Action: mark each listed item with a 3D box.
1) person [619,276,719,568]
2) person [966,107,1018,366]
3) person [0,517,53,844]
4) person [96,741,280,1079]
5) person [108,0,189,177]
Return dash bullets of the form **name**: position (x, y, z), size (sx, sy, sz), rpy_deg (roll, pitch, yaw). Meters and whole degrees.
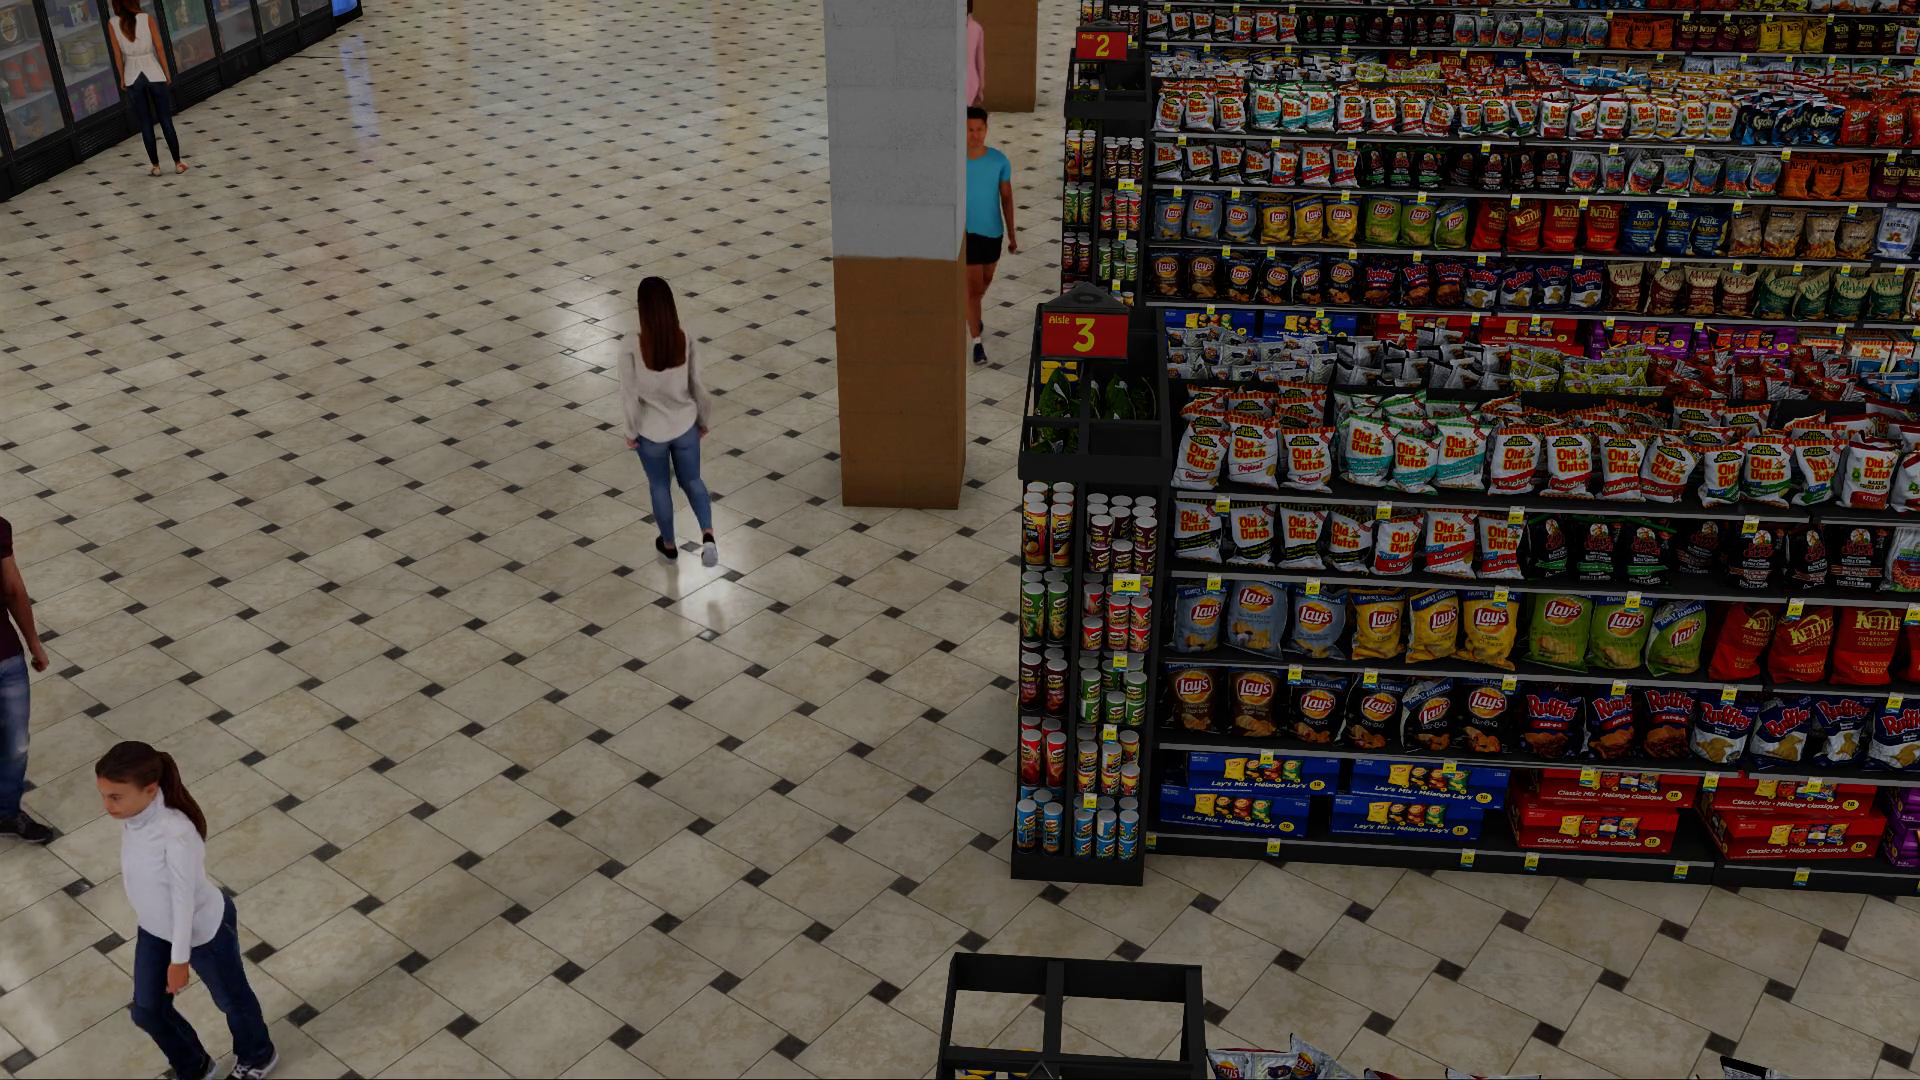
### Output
- **person**: position (-1.540, -0.569, 8.896), size (0.959, 1.677, 0.957), rpy_deg (-14, 32, -24)
- **person**: position (0.123, -2.189, 11.801), size (1.165, 1.737, 0.928), rpy_deg (-5, 29, -10)
- **person**: position (-4.081, 0.489, 6.804), size (0.832, 1.826, 0.833), rpy_deg (24, 37, 37)
- **person**: position (-2.559, 1.270, 5.671), size (0.671, 1.541, 0.687), rpy_deg (13, 31, 22)
- **person**: position (-7.684, -4.339, 15.689), size (0.617, 1.784, 0.735), rpy_deg (-12, 31, -20)
